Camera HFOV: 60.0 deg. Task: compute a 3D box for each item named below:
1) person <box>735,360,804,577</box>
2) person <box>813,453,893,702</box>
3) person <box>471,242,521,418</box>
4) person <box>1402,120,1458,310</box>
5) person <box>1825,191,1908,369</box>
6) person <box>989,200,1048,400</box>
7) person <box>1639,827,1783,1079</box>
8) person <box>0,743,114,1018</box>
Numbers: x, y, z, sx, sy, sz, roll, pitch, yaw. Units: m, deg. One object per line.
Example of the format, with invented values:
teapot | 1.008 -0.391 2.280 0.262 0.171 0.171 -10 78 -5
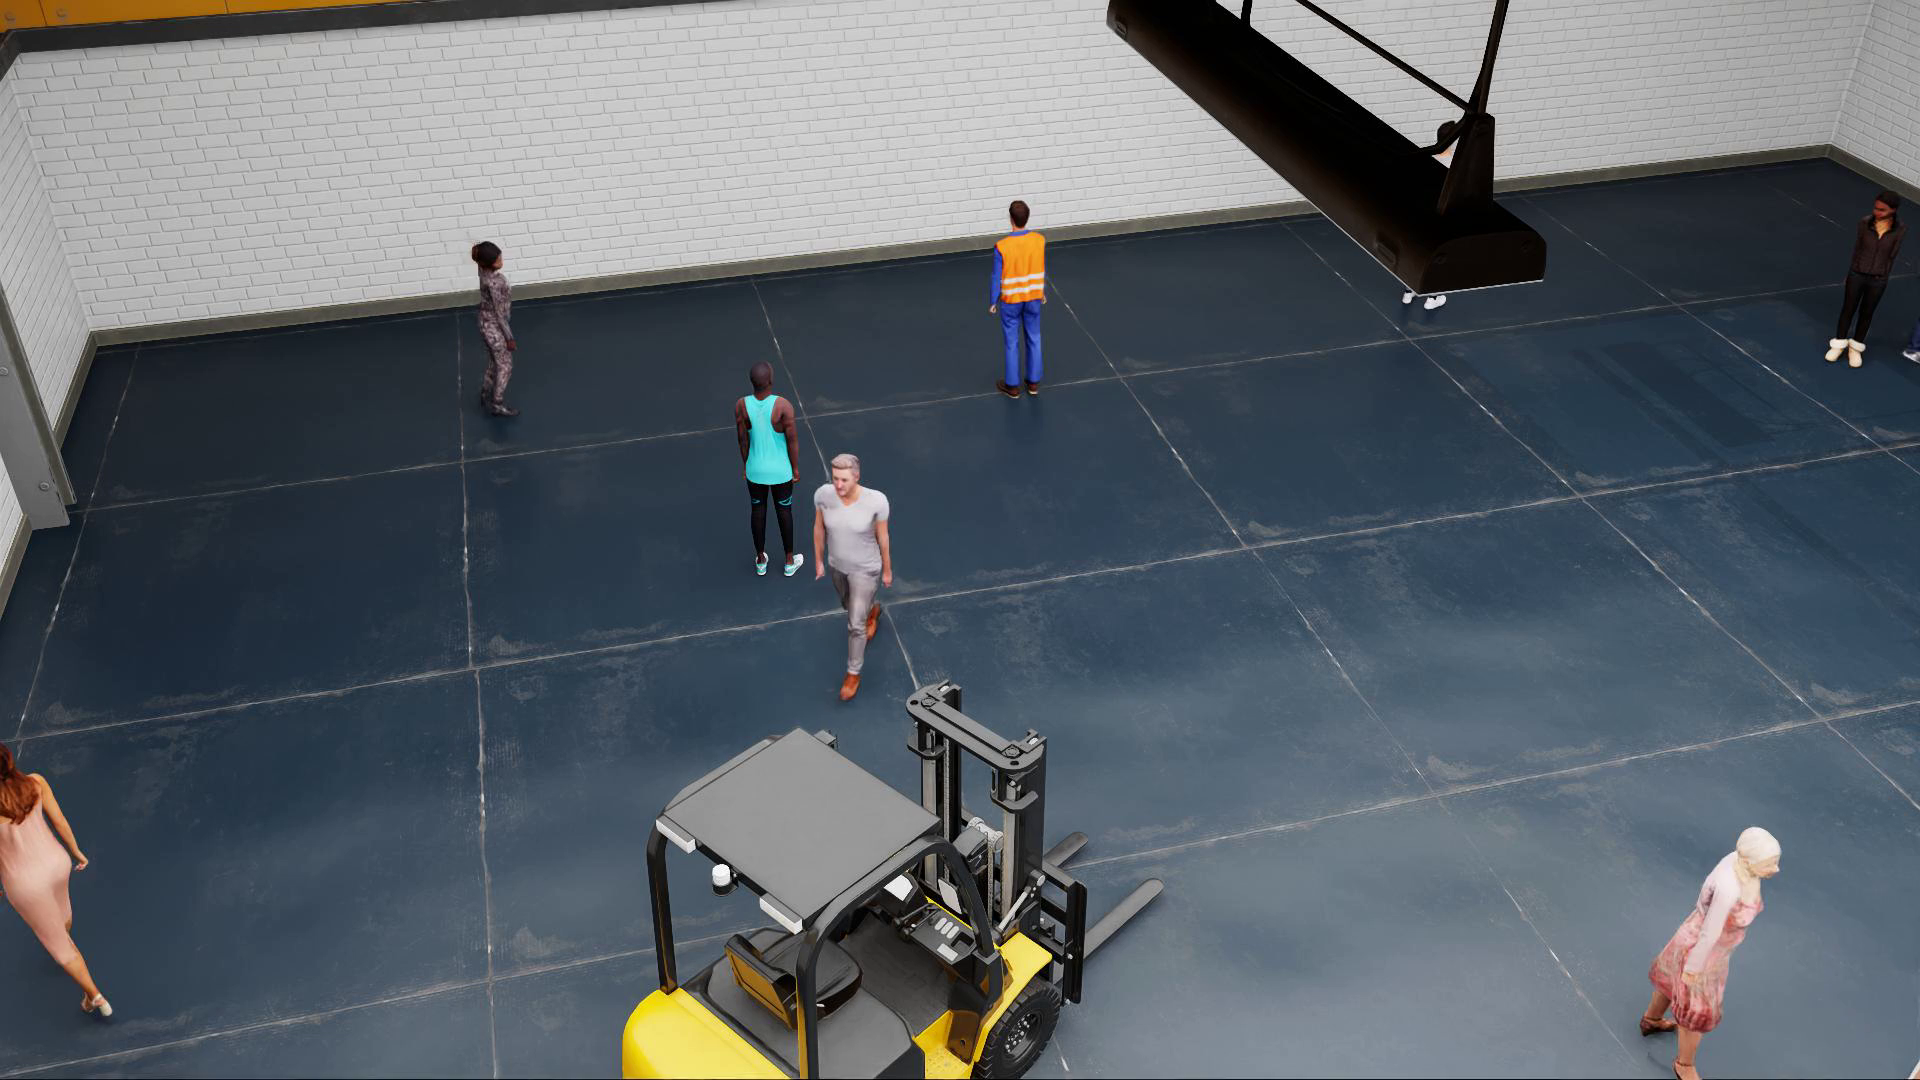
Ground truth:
person | -1.438 -0.529 12.490 0.666 1.811 0.632 3 34 5
person | -0.708 0.138 11.509 1.127 1.786 1.302 11 35 16
person | -4.120 -1.839 14.575 0.851 1.684 0.634 -23 40 -31
person | 4.694 -3.223 16.473 0.727 1.887 0.809 21 39 28
person | 8.495 -2.476 15.552 0.713 1.663 0.774 9 35 13
person | 0.537 -2.149 14.879 0.710 1.864 0.630 -12 36 -18
person | 3.857 2.091 8.666 0.926 1.680 0.869 17 37 23
person | -4.915 1.852 8.926 1.104 1.790 1.003 21 39 29
